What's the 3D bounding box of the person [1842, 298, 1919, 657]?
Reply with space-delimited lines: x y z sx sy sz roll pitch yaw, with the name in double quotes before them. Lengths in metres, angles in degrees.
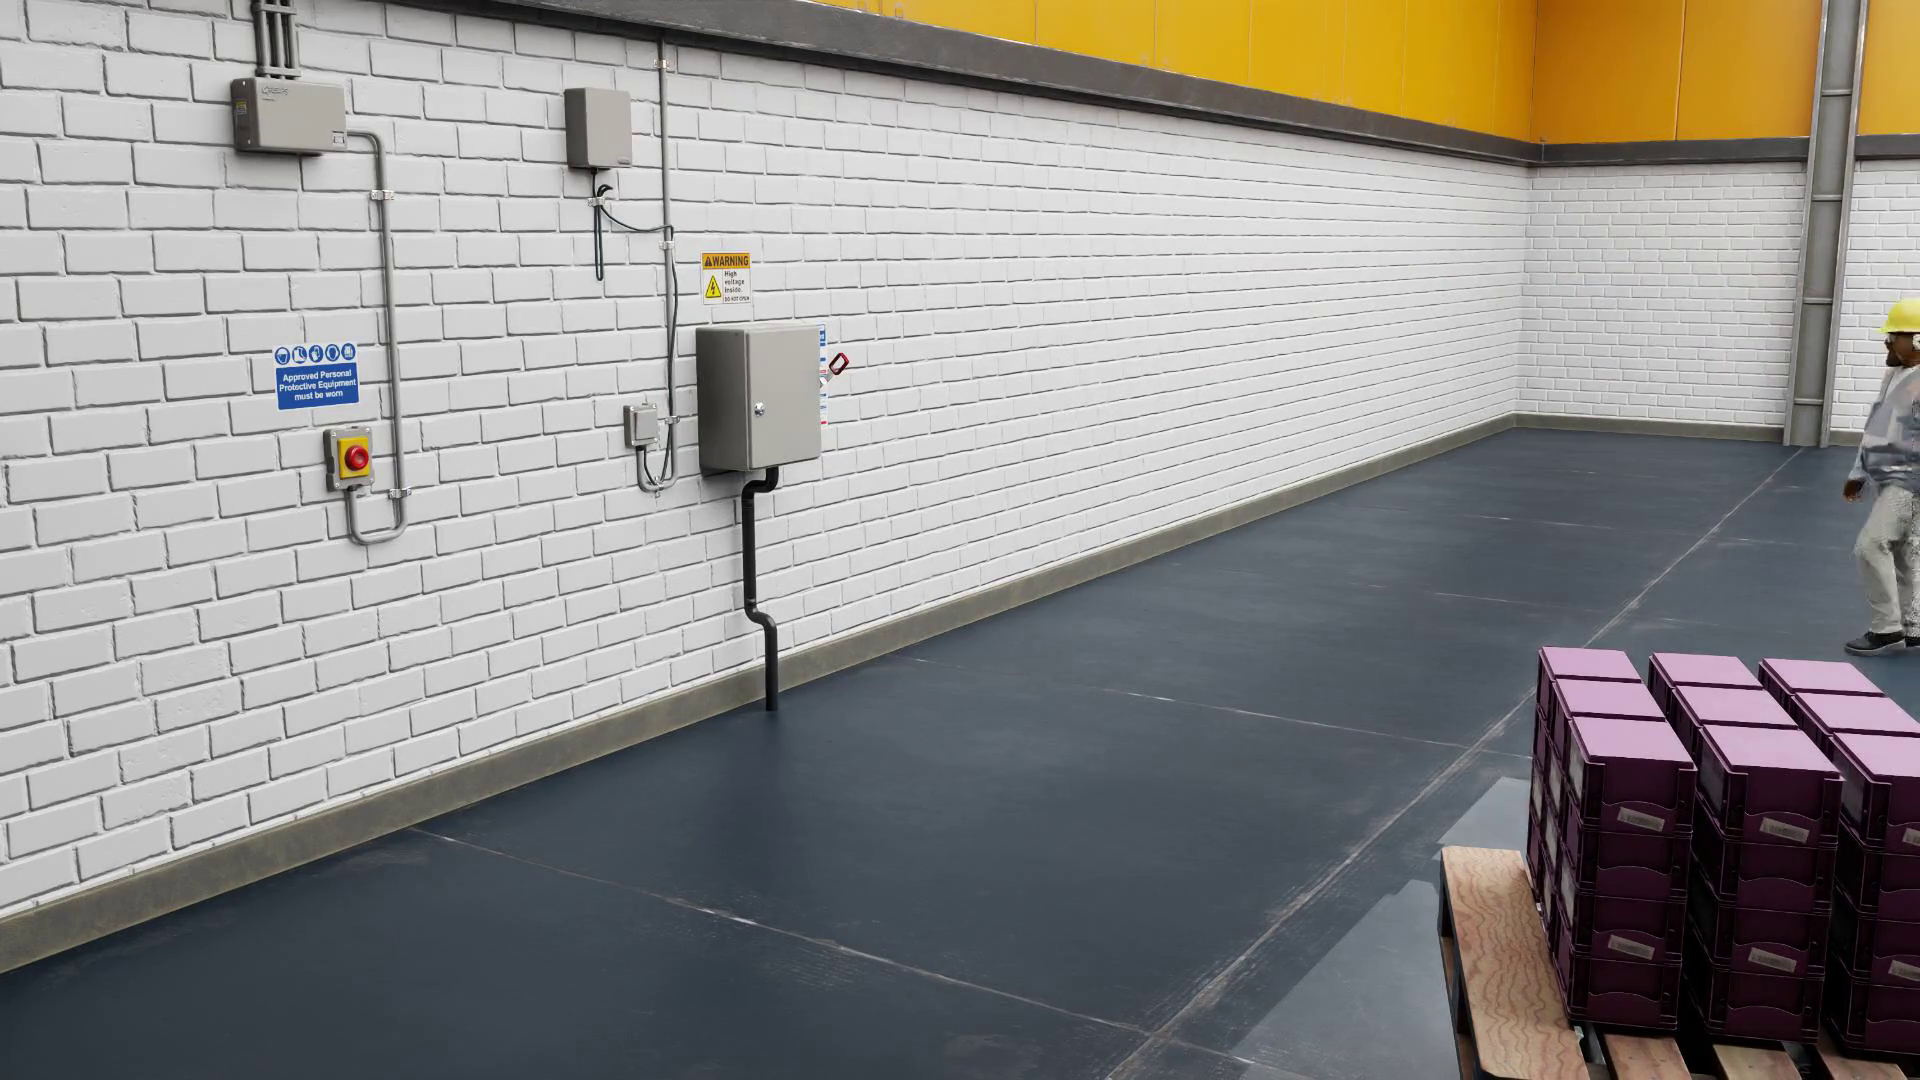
"person" 4.702 -0.309 8.407 0.546 1.809 0.596 3 11 14
